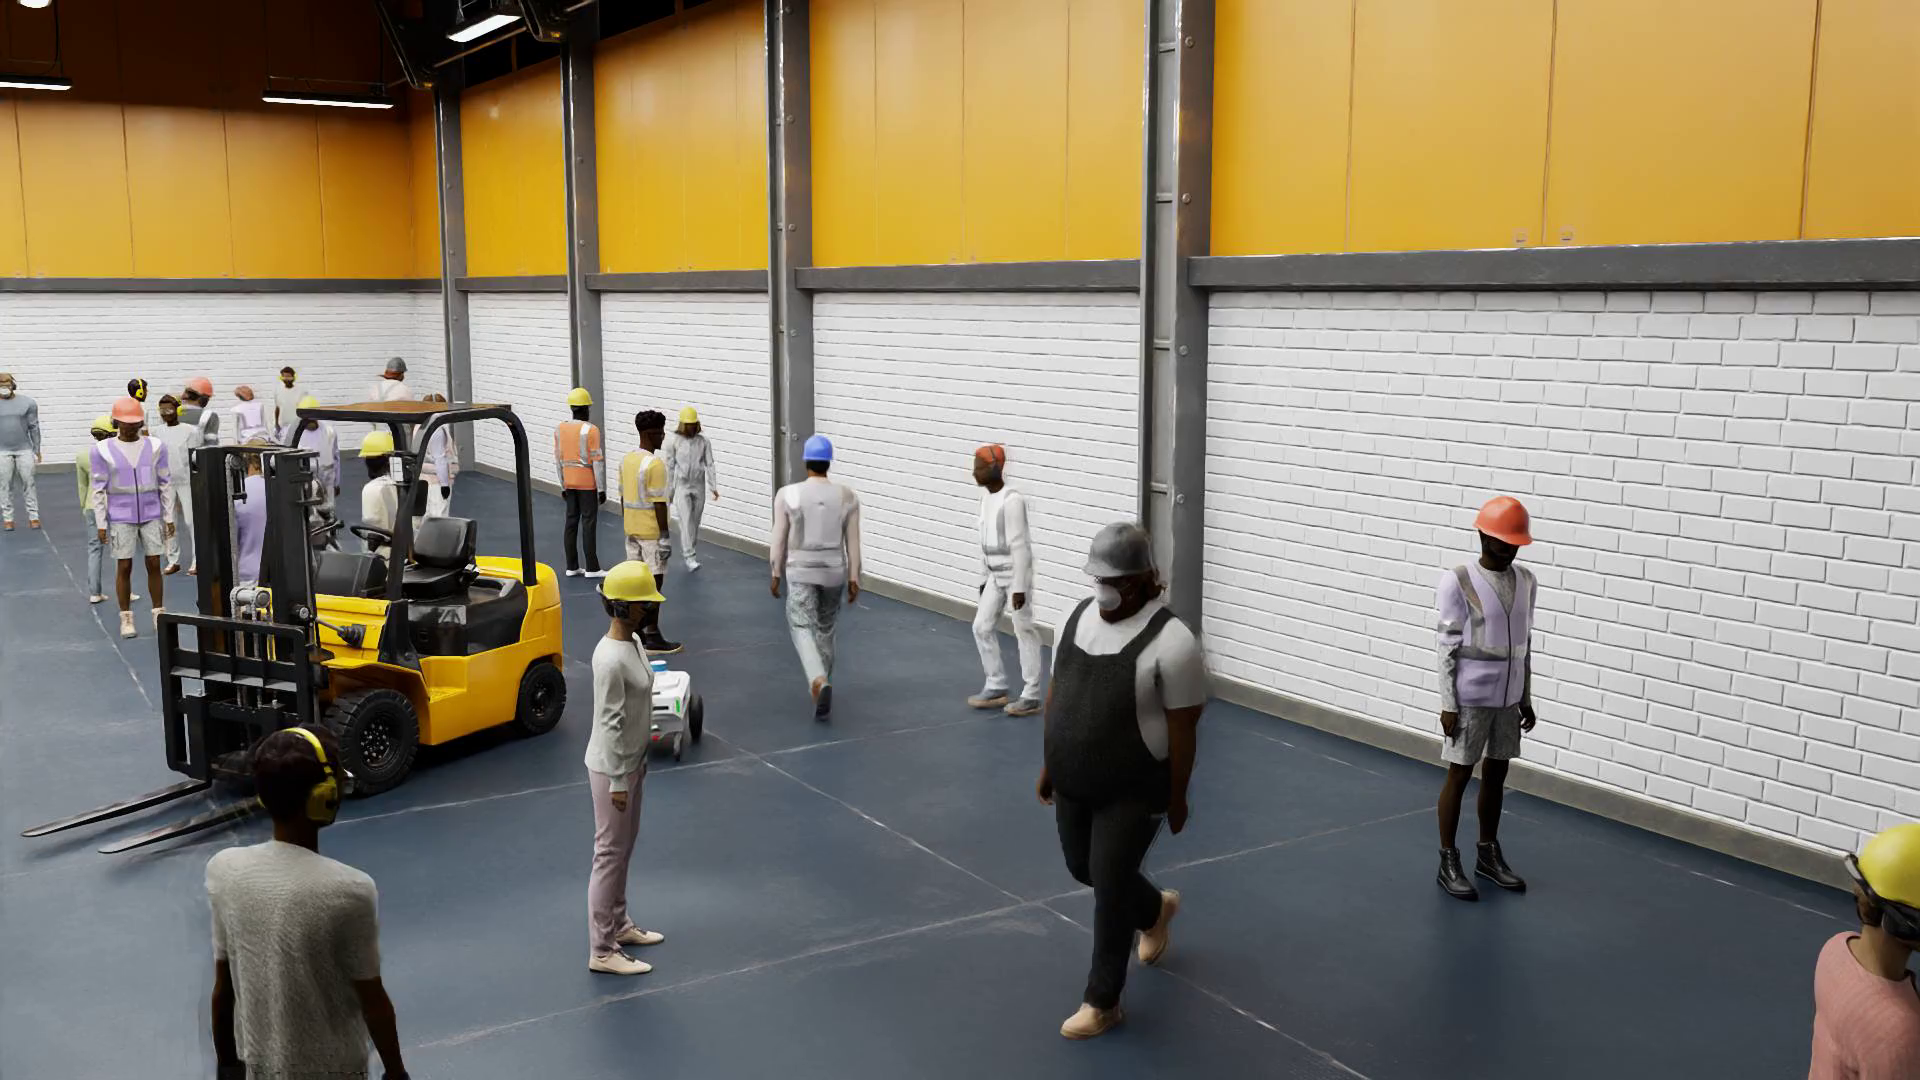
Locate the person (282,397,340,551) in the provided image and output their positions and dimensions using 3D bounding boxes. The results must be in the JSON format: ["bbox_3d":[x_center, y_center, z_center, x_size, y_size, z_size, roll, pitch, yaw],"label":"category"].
[{"bbox_3d":[-6.822,-0.608,17.560,0.612,1.779,0.932,-5,10,-32],"label":"person"}]

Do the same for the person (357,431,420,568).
[{"bbox_3d":[-4.040,0.158,12.015,0.752,1.902,0.599,1,9,9],"label":"person"}]

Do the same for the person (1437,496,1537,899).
[{"bbox_3d":[2.534,0.745,7.955,0.542,1.931,0.366,-3,9,-22],"label":"person"}]

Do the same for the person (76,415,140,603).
[{"bbox_3d":[-7.909,-0.281,15.451,0.520,1.760,0.329,0,8,1],"label":"person"}]

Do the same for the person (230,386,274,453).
[{"bbox_3d":[-9.798,-1.331,23.029,0.517,1.599,0.526,-8,12,-43],"label":"person"}]

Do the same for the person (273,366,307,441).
[{"bbox_3d":[-9.938,-1.693,24.791,0.547,1.821,0.924,-2,9,-14],"label":"person"}]

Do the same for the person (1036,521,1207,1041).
[{"bbox_3d":[0.661,0.881,6.663,0.854,2.000,0.686,-8,11,-42],"label":"person"}]

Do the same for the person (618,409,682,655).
[{"bbox_3d":[-2.493,-0.069,13.324,0.367,1.962,0.613,-7,11,-39],"label":"person"}]

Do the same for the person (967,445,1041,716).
[{"bbox_3d":[0.297,0.278,11.356,0.500,1.861,0.579,-4,9,-24],"label":"person"}]

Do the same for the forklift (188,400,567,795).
[{"bbox_3d":[-3.529,0.258,10.348,1.214,2.155,2.313,4,9,25],"label":"forklift"}]

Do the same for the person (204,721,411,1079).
[{"bbox_3d":[-1.640,1.364,4.139,0.530,1.833,0.940,4,9,24],"label":"person"}]

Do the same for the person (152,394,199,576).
[{"bbox_3d":[-7.993,-0.558,16.990,0.514,1.859,0.321,1,8,6],"label":"person"}]

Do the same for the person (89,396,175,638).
[{"bbox_3d":[-6.906,-0.190,13.928,0.611,2.032,0.411,-7,11,-38],"label":"person"}]

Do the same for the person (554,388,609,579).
[{"bbox_3d":[-3.823,-0.569,16.812,0.588,1.930,0.359,5,10,29],"label":"person"}]

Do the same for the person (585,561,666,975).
[{"bbox_3d":[-1.414,0.959,7.105,0.349,1.758,0.522,0,8,-1],"label":"person"}]

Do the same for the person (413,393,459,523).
[{"bbox_3d":[-5.460,-0.610,17.389,0.429,1.844,0.626,-6,10,-34],"label":"person"}]

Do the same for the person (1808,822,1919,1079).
[{"bbox_3d":[2.017,1.468,3.677,0.336,1.757,0.532,2,9,14],"label":"person"}]

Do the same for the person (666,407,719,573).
[{"bbox_3d":[-2.751,-0.511,17.191,0.493,1.703,0.877,-5,10,-30],"label":"person"}]

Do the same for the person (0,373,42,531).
[{"bbox_3d":[-11.520,-1.070,20.214,0.636,1.928,0.385,-5,10,-31],"label":"person"}]

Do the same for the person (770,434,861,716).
[{"bbox_3d":[-0.975,0.236,11.438,0.611,1.919,0.833,-3,9,-21],"label":"person"}]

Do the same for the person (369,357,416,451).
[{"bbox_3d":[-7.625,-1.501,22.723,0.720,2.000,0.654,4,10,28],"label":"person"}]

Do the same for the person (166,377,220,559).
[{"bbox_3d":[-8.424,-0.791,18.232,0.684,1.972,1.100,1,8,4],"label":"person"}]
